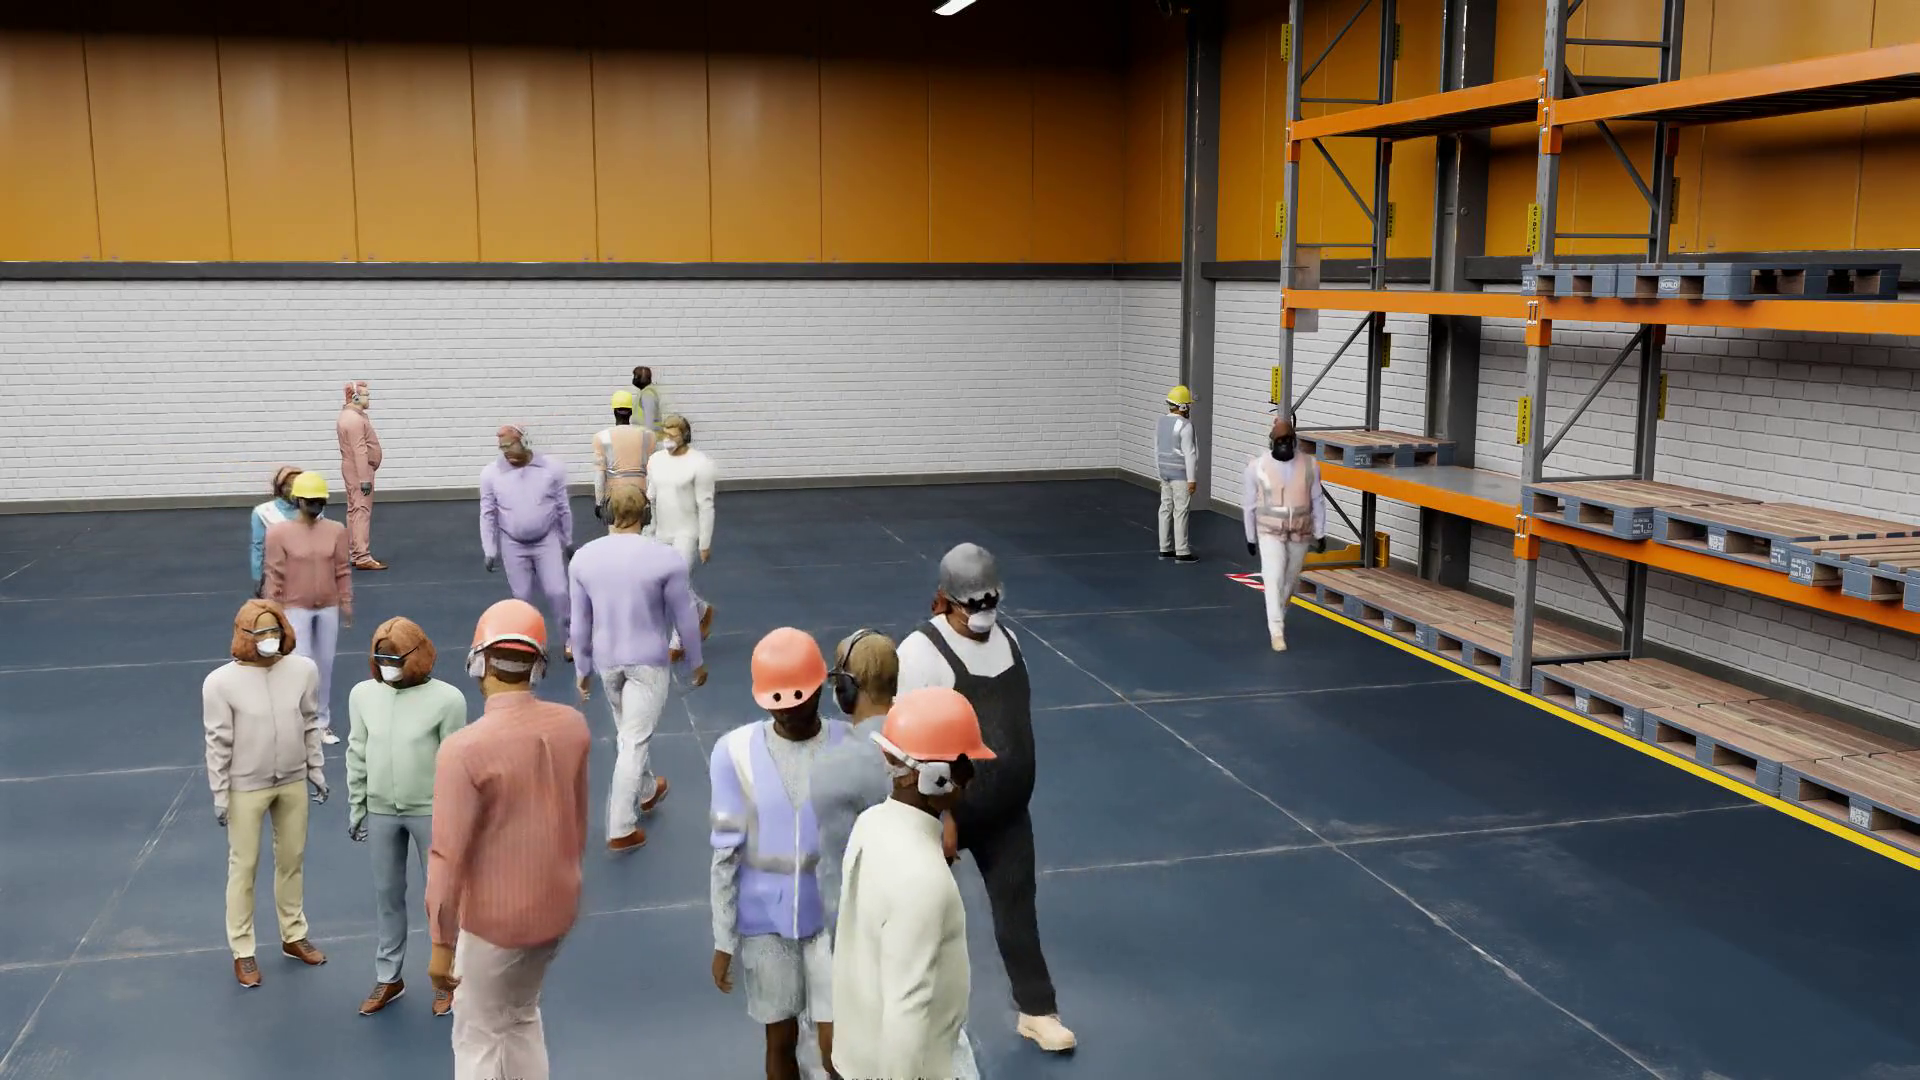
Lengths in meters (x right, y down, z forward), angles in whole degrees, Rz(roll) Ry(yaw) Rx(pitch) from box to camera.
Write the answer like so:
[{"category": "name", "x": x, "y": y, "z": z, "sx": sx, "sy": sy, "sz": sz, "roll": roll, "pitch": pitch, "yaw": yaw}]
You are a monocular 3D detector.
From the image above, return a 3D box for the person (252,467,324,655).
[{"category": "person", "x": -4.704, "y": 0.292, "z": 11.827, "sx": 0.537, "sy": 1.612, "sz": 0.699, "roll": -8, "pitch": 12, "yaw": -42}]

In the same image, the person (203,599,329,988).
[{"category": "person", "x": -2.927, "y": 1.047, "z": 7.053, "sx": 0.279, "sy": 1.632, "sz": 0.502, "roll": 8, "pitch": 12, "yaw": 41}]

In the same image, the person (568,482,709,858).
[{"category": "person", "x": -1.669, "y": 0.637, "z": 8.777, "sx": 0.653, "sy": 1.891, "sz": 0.972, "roll": 3, "pitch": 9, "yaw": 15}]

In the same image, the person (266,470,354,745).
[{"category": "person", "x": -4.067, "y": 0.433, "z": 10.466, "sx": 0.361, "sy": 1.754, "sz": 0.535, "roll": 9, "pitch": 13, "yaw": 44}]

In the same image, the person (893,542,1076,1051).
[{"category": "person", "x": -0.022, "y": 0.923, "z": 6.563, "sx": 0.677, "sy": 2.000, "sz": 1.071, "roll": -8, "pitch": 12, "yaw": -40}]

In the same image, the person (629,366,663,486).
[{"category": "person", "x": -3.936, "y": -1.309, "z": 21.182, "sx": 0.557, "sy": 1.829, "sz": 0.632, "roll": -2, "pitch": 9, "yaw": -12}]

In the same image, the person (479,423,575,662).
[{"category": "person", "x": -3.295, "y": 0.033, "z": 12.668, "sx": 0.690, "sy": 1.863, "sz": 0.472, "roll": -2, "pitch": 9, "yaw": -14}]

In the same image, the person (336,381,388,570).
[{"category": "person", "x": -6.040, "y": -0.649, "z": 16.795, "sx": 0.408, "sy": 1.908, "sz": 0.641, "roll": -5, "pitch": 10, "yaw": -29}]

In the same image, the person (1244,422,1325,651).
[{"category": "person", "x": 2.609, "y": -0.065, "z": 13.477, "sx": 0.622, "sy": 1.813, "sz": 0.910, "roll": -1, "pitch": 9, "yaw": -4}]

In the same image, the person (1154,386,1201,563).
[{"category": "person", "x": 2.257, "y": -0.677, "z": 17.192, "sx": 0.404, "sy": 1.833, "sz": 0.586, "roll": -5, "pitch": 11, "yaw": -30}]

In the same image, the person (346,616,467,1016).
[{"category": "person", "x": -2.217, "y": 1.105, "z": 6.690, "sx": 0.498, "sy": 1.633, "sz": 0.279, "roll": 1, "pitch": 9, "yaw": 4}]

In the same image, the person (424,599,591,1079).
[{"category": "person", "x": -1.423, "y": 1.176, "z": 5.261, "sx": 0.426, "sy": 1.955, "sz": 0.647, "roll": 5, "pitch": 10, "yaw": 29}]

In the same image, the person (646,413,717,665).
[{"category": "person", "x": -2.131, "y": -0.027, "z": 12.843, "sx": 0.640, "sy": 1.922, "sz": 0.710, "roll": 6, "pitch": 11, "yaw": 32}]

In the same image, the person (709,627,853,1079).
[{"category": "person", "x": -0.511, "y": 1.201, "z": 5.251, "sx": 0.554, "sy": 1.902, "sz": 0.405, "roll": -1, "pitch": 9, "yaw": -6}]

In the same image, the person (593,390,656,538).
[{"category": "person", "x": -3.058, "y": -0.406, "z": 15.207, "sx": 0.592, "sy": 1.925, "sz": 0.385, "roll": -4, "pitch": 10, "yaw": -25}]

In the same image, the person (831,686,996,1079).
[{"category": "person", "x": -0.142, "y": 1.333, "z": 4.373, "sx": 1.055, "sy": 1.931, "sz": 0.626, "roll": -3, "pitch": 10, "yaw": -19}]

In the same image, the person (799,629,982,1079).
[{"category": "person", "x": -0.259, "y": 1.208, "z": 5.281, "sx": 1.074, "sy": 1.872, "sz": 0.621, "roll": 9, "pitch": 12, "yaw": 43}]
